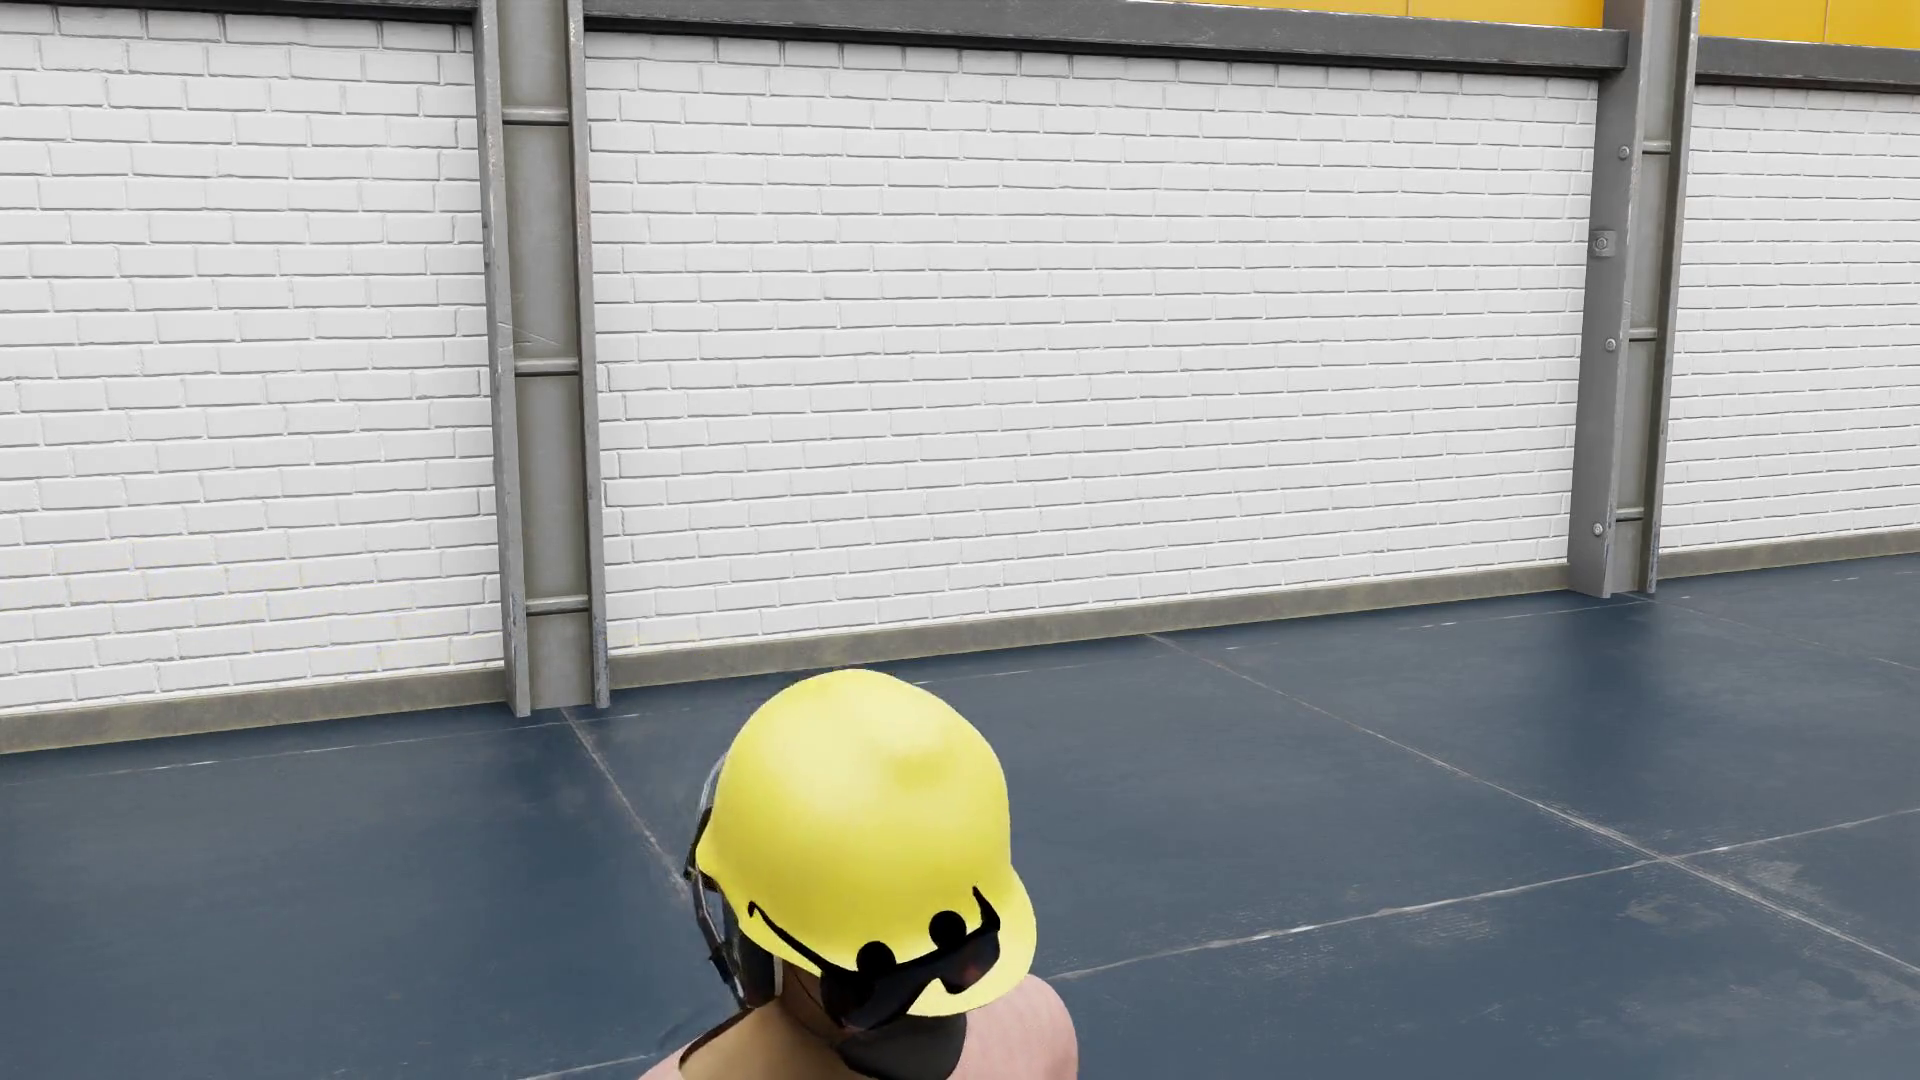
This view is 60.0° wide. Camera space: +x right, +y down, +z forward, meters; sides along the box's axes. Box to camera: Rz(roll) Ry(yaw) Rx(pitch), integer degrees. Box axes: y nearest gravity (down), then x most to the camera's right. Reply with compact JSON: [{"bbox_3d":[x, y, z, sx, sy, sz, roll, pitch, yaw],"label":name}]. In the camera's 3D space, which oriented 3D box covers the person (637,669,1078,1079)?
[{"bbox_3d":[-0.064,0.933,1.338,0.549,1.732,0.621,-7,12,-34],"label":"person"}]
